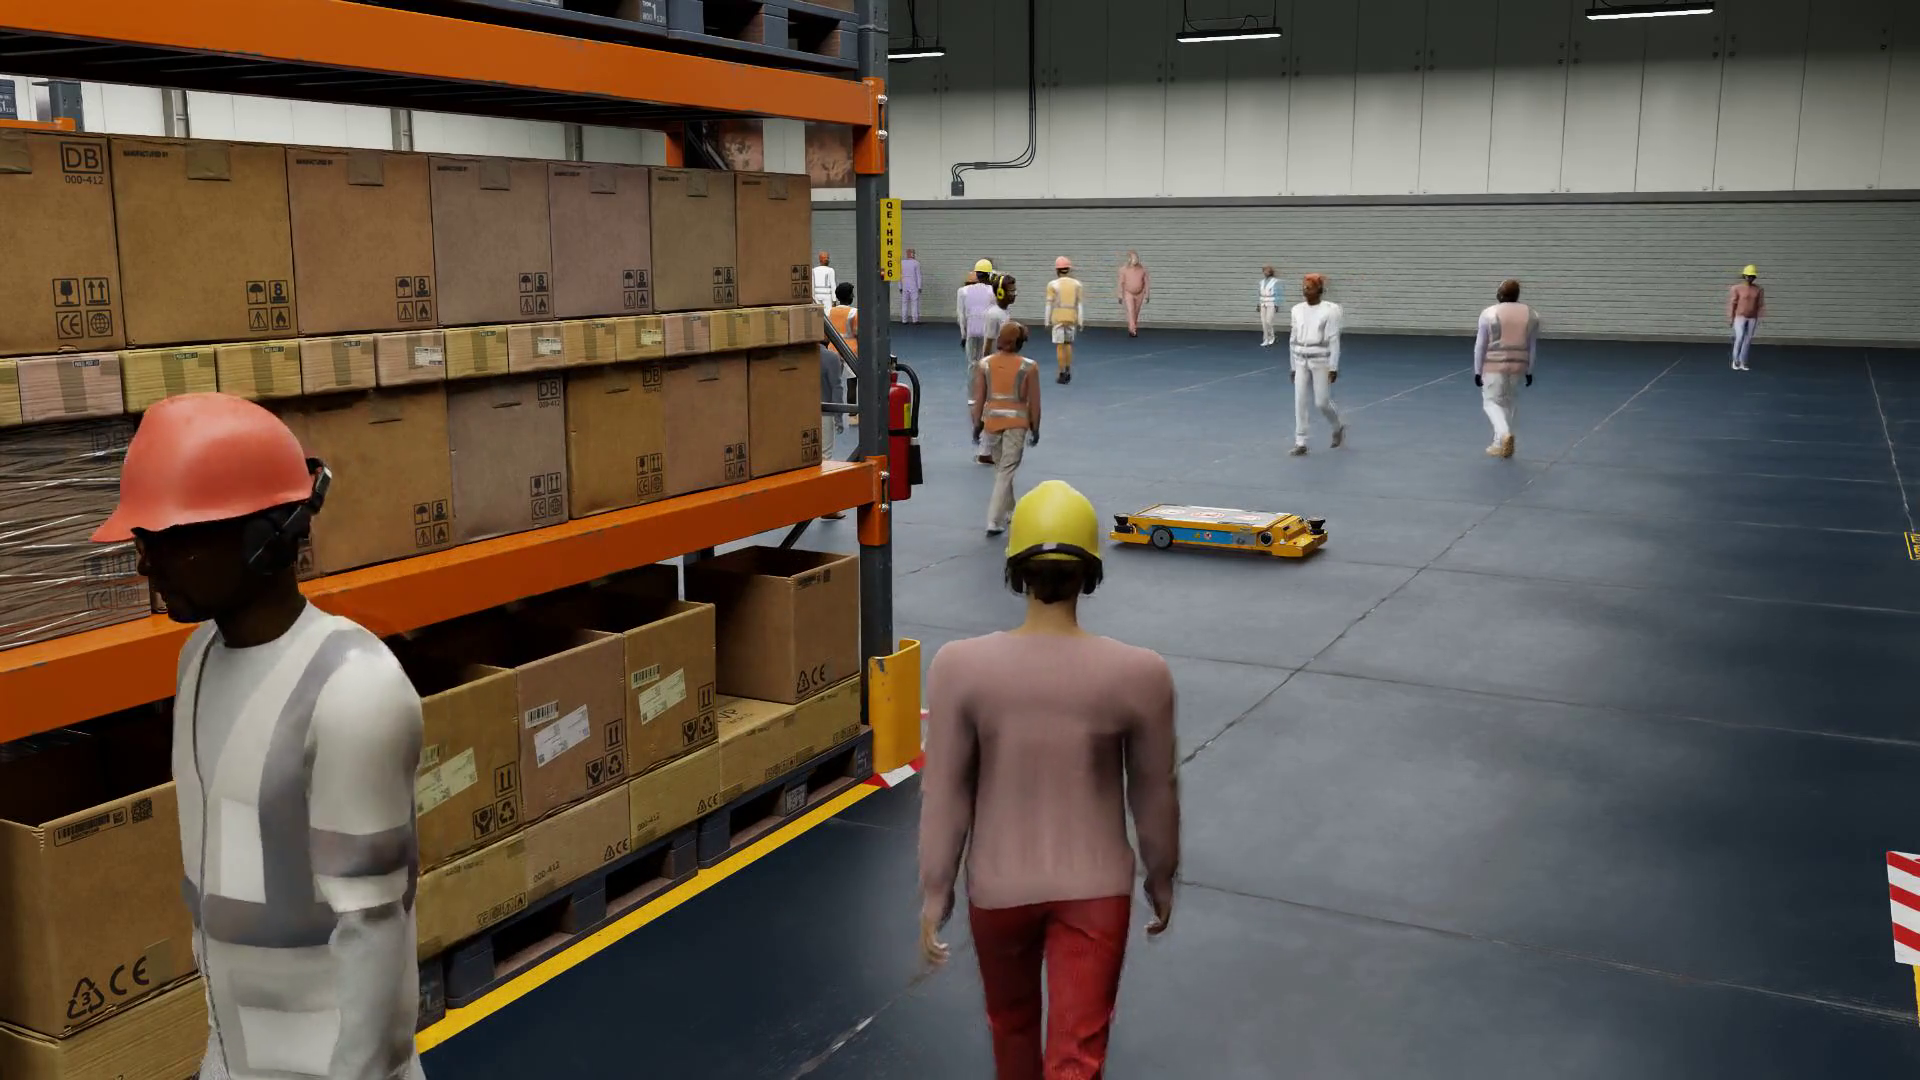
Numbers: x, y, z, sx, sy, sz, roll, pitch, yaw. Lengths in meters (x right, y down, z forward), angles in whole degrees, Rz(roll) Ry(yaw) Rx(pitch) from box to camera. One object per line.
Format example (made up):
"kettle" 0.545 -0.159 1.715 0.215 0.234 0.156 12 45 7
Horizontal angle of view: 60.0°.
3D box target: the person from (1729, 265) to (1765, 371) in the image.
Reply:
"person" 13.066 -3.673 27.568 0.530 1.755 0.489 0 10 -2

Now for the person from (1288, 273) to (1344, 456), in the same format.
"person" 3.659 -1.797 17.023 0.579 1.869 0.676 10 14 44

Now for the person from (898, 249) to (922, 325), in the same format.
"person" -1.238 -6.366 41.835 0.648 1.904 0.401 6 12 28

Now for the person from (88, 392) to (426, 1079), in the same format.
"person" -0.989 0.751 2.731 0.608 2.018 0.819 8 13 38

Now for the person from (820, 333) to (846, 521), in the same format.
"person" -1.139 -0.965 13.115 0.504 1.632 0.269 6 12 28

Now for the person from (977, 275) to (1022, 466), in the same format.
"person" 0.434 -1.634 16.166 0.622 1.855 0.502 2 11 9

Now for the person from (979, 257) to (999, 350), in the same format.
"person" 0.548 -4.612 32.498 0.436 1.823 0.668 -5 11 -23

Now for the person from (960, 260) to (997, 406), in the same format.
"person" 0.286 -2.722 21.947 0.622 1.916 0.425 5 12 26

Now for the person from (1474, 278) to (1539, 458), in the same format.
"person" 5.479 -1.711 16.687 0.631 1.821 0.770 -1 10 -5

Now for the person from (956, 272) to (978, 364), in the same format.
"person" 0.193 -3.876 29.053 0.515 1.596 0.683 -1 10 -3

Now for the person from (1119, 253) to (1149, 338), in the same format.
"person" 3.854 -5.413 36.777 0.659 1.860 0.980 -2 11 -10

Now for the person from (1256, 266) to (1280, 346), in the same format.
"person" 6.221 -4.737 33.702 0.381 1.623 0.537 -8 13 -36

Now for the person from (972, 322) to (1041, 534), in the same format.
"person" 0.373 -0.859 12.663 0.520 1.581 0.879 5 11 25

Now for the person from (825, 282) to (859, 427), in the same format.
"person" -1.356 -2.180 19.560 0.539 1.698 0.319 6 12 28

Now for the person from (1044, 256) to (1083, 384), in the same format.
"person" 1.555 -3.330 25.236 0.589 1.914 0.603 -4 11 -19

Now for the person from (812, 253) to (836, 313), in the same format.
"person" -2.805 -4.967 34.259 0.581 1.882 0.339 6 12 28

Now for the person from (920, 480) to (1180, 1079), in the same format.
"person" 0.202 0.724 3.647 0.546 1.715 0.920 1 10 7

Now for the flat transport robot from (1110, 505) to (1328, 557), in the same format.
"flat transport robot" 1.871 -0.084 12.032 1.431 0.197 0.652 5 12 27
